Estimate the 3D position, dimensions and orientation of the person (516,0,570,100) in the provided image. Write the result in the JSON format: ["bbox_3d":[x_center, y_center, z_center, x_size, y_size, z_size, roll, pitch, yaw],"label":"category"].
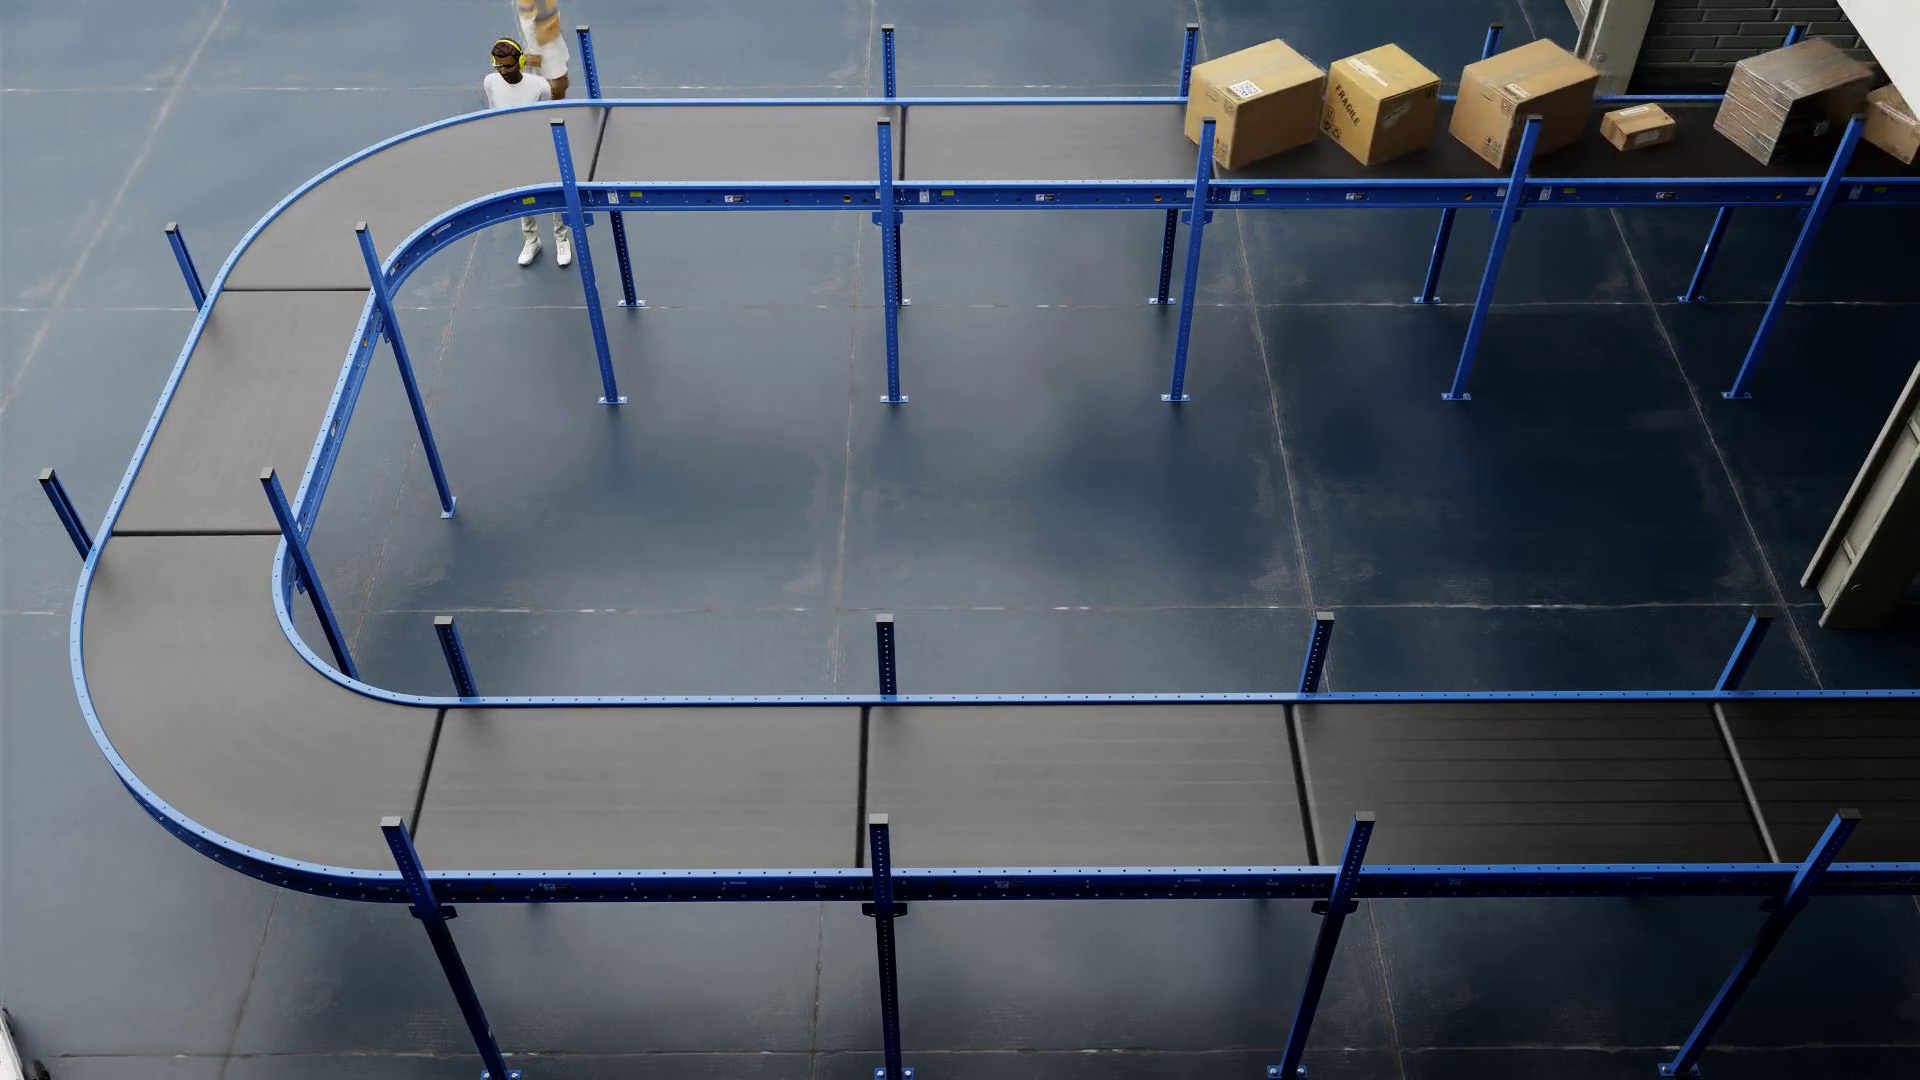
[{"bbox_3d":[-3.331,-4.083,13.773,0.447,1.921,0.575,6,47,5],"label":"person"}]

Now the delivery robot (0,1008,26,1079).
[{"bbox_3d":[-4.878,2.546,8.471,0.477,0.478,0.707,-28,53,-23],"label":"delivery robot"}]

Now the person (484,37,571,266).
[{"bbox_3d":[-3.180,-2.847,12.656,0.511,1.872,0.329,2,47,2],"label":"person"}]
